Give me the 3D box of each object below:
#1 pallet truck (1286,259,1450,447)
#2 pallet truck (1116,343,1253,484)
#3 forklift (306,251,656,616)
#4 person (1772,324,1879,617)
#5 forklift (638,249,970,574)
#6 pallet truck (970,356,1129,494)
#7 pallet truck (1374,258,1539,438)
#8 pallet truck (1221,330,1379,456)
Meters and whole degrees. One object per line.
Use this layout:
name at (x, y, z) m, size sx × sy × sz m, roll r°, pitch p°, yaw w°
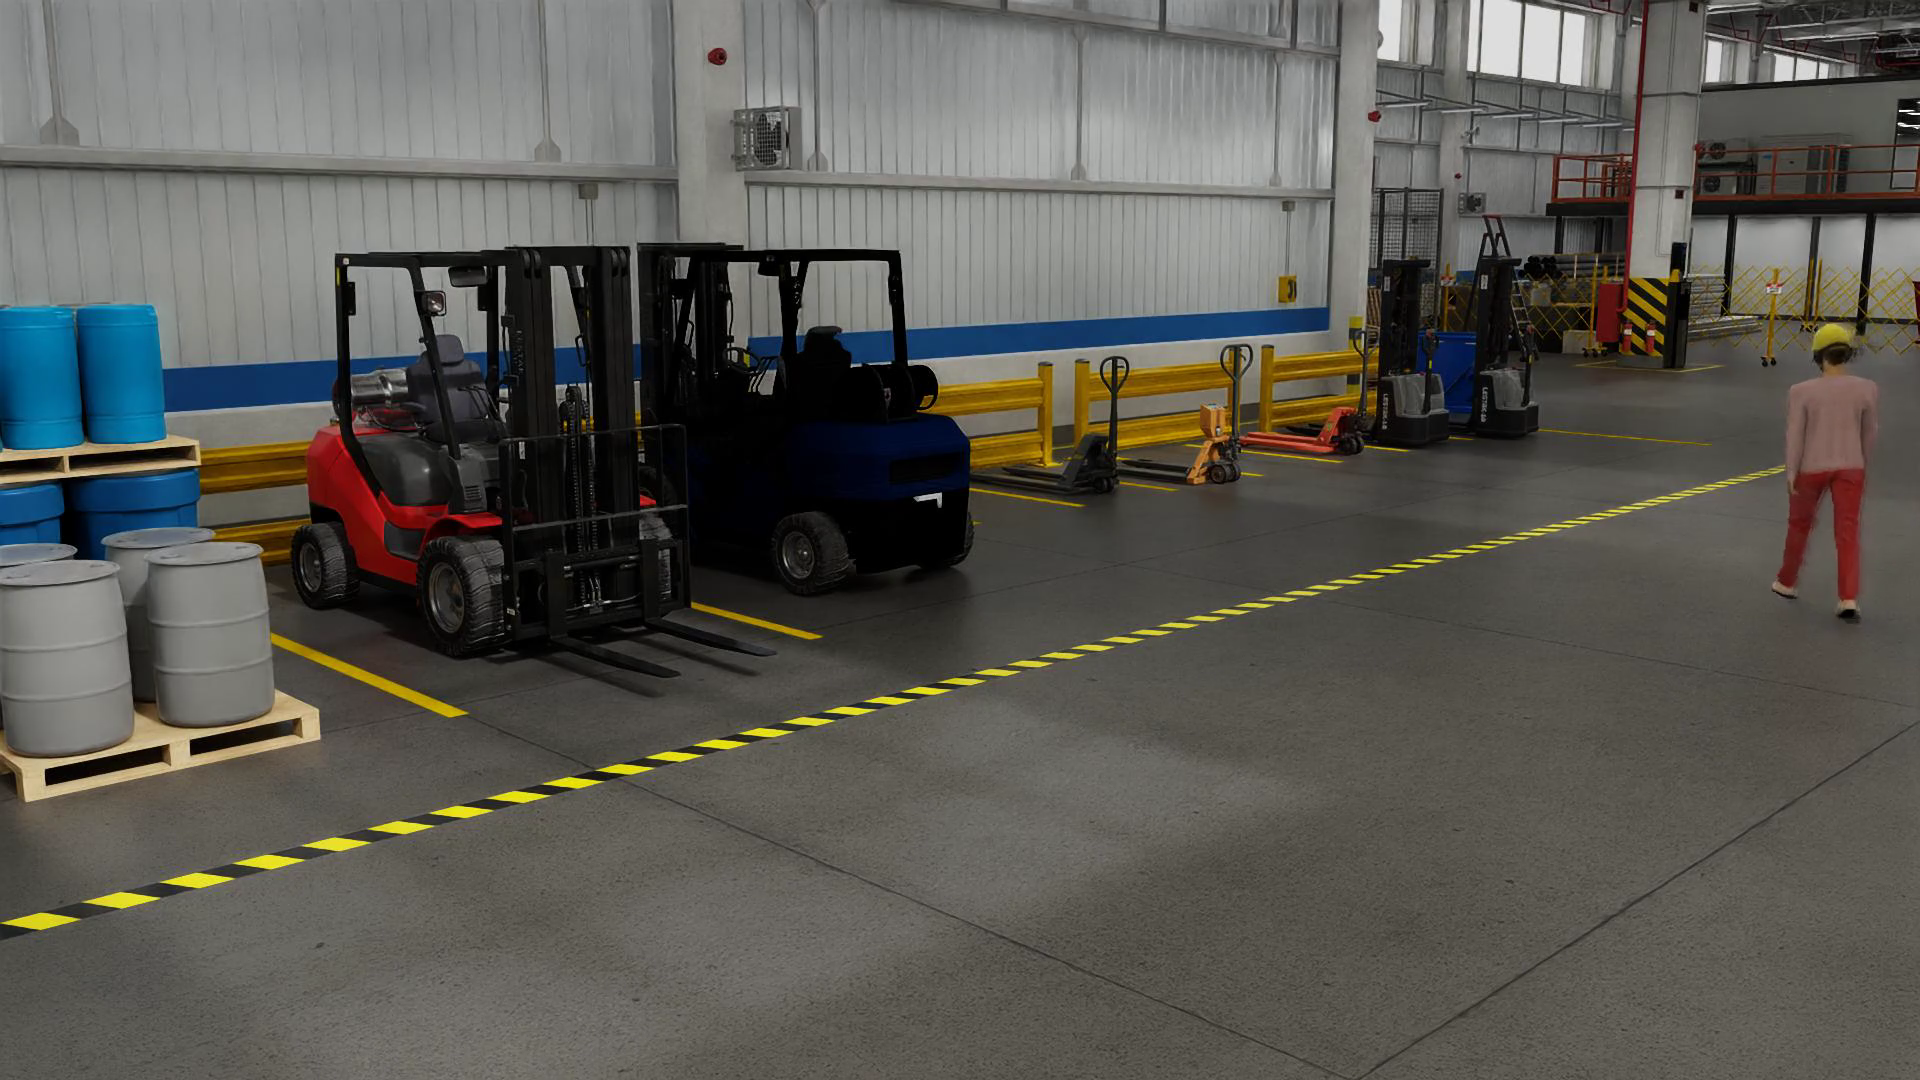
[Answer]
pallet truck at (4.493, -2.078, 18.196) m, size 0.823 × 1.965 × 1.885 m, roll -9°, pitch 14°, yaw -40°
pallet truck at (1.962, -1.215, 15.415) m, size 1.522 × 1.261 × 0.704 m, roll 10°, pitch 14°, yaw 43°
forklift at (-2.833, -0.669, 9.694) m, size 1.157 × 1.987 × 2.680 m, roll -10°, pitch 14°, yaw -44°
person at (5.197, -0.422, 9.938) m, size 0.536 × 1.722 × 0.917 m, roll 2°, pitch 11°, yaw 13°
forklift at (-1.173, -0.958, 11.239) m, size 2.680 × 1.987 × 1.157 m, roll 10°, pitch 14°, yaw 43°
pallet truck at (0.784, -1.085, 14.876) m, size 0.680 × 1.201 × 1.601 m, roll -10°, pitch 14°, yaw -44°
pallet truck at (5.704, -2.208, 18.901) m, size 1.885 × 1.965 × 0.823 m, roll 10°, pitch 14°, yaw 43°
pallet truck at (3.563, -1.581, 17.381) m, size 0.653 × 1.274 × 1.630 m, roll -10°, pitch 14°, yaw -44°
